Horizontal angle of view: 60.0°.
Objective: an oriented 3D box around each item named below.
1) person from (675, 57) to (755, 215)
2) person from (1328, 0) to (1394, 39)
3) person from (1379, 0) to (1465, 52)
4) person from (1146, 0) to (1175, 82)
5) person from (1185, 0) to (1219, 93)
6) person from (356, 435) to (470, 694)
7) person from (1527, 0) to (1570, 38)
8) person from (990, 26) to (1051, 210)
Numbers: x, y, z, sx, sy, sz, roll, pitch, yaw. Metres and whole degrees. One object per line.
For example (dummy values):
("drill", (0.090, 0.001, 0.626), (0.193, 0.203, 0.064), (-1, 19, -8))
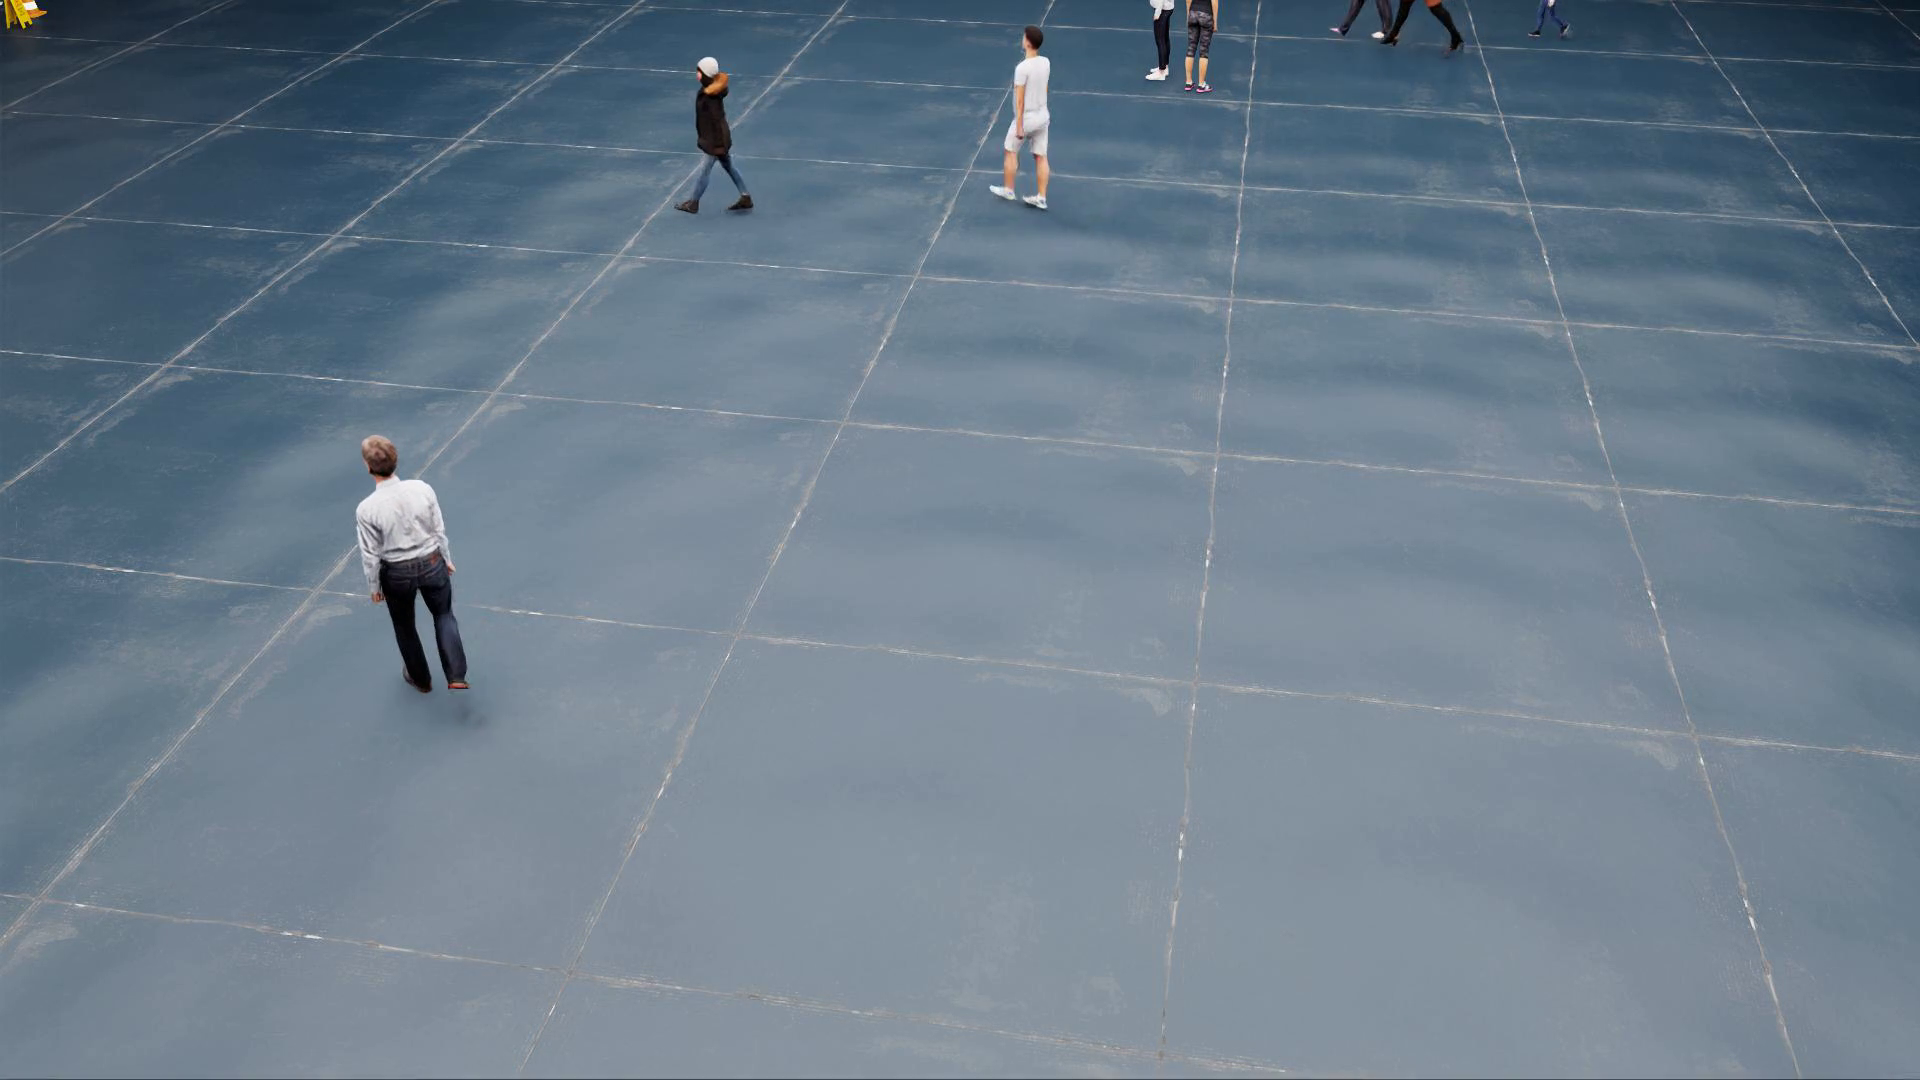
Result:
("person", (-2.410, -4.076, 16.911), (1.119, 1.591, 0.844), (-4, 32, -6))
("person", (5.671, -7.597, 22.276), (1.262, 1.821, 1.054), (-10, 34, -15))
("person", (6.182, -7.248, 21.770), (1.353, 1.772, 0.795), (9, 33, 13))
("person", (2.562, -6.671, 20.922), (0.595, 1.701, 0.649), (10, 34, 16))
("person", (2.960, -6.406, 20.474), (0.603, 1.730, 0.709), (20, 37, 28))
("person", (-3.248, 0.201, 9.926), (0.969, 1.809, 1.025), (-20, 37, -28))
("person", (8.091, -7.393, 22.634), (0.781, 1.096, 0.541), (-1, 32, -2))
("person", (0.789, -4.285, 17.016), (0.996, 1.832, 1.089), (-27, 41, -36))
